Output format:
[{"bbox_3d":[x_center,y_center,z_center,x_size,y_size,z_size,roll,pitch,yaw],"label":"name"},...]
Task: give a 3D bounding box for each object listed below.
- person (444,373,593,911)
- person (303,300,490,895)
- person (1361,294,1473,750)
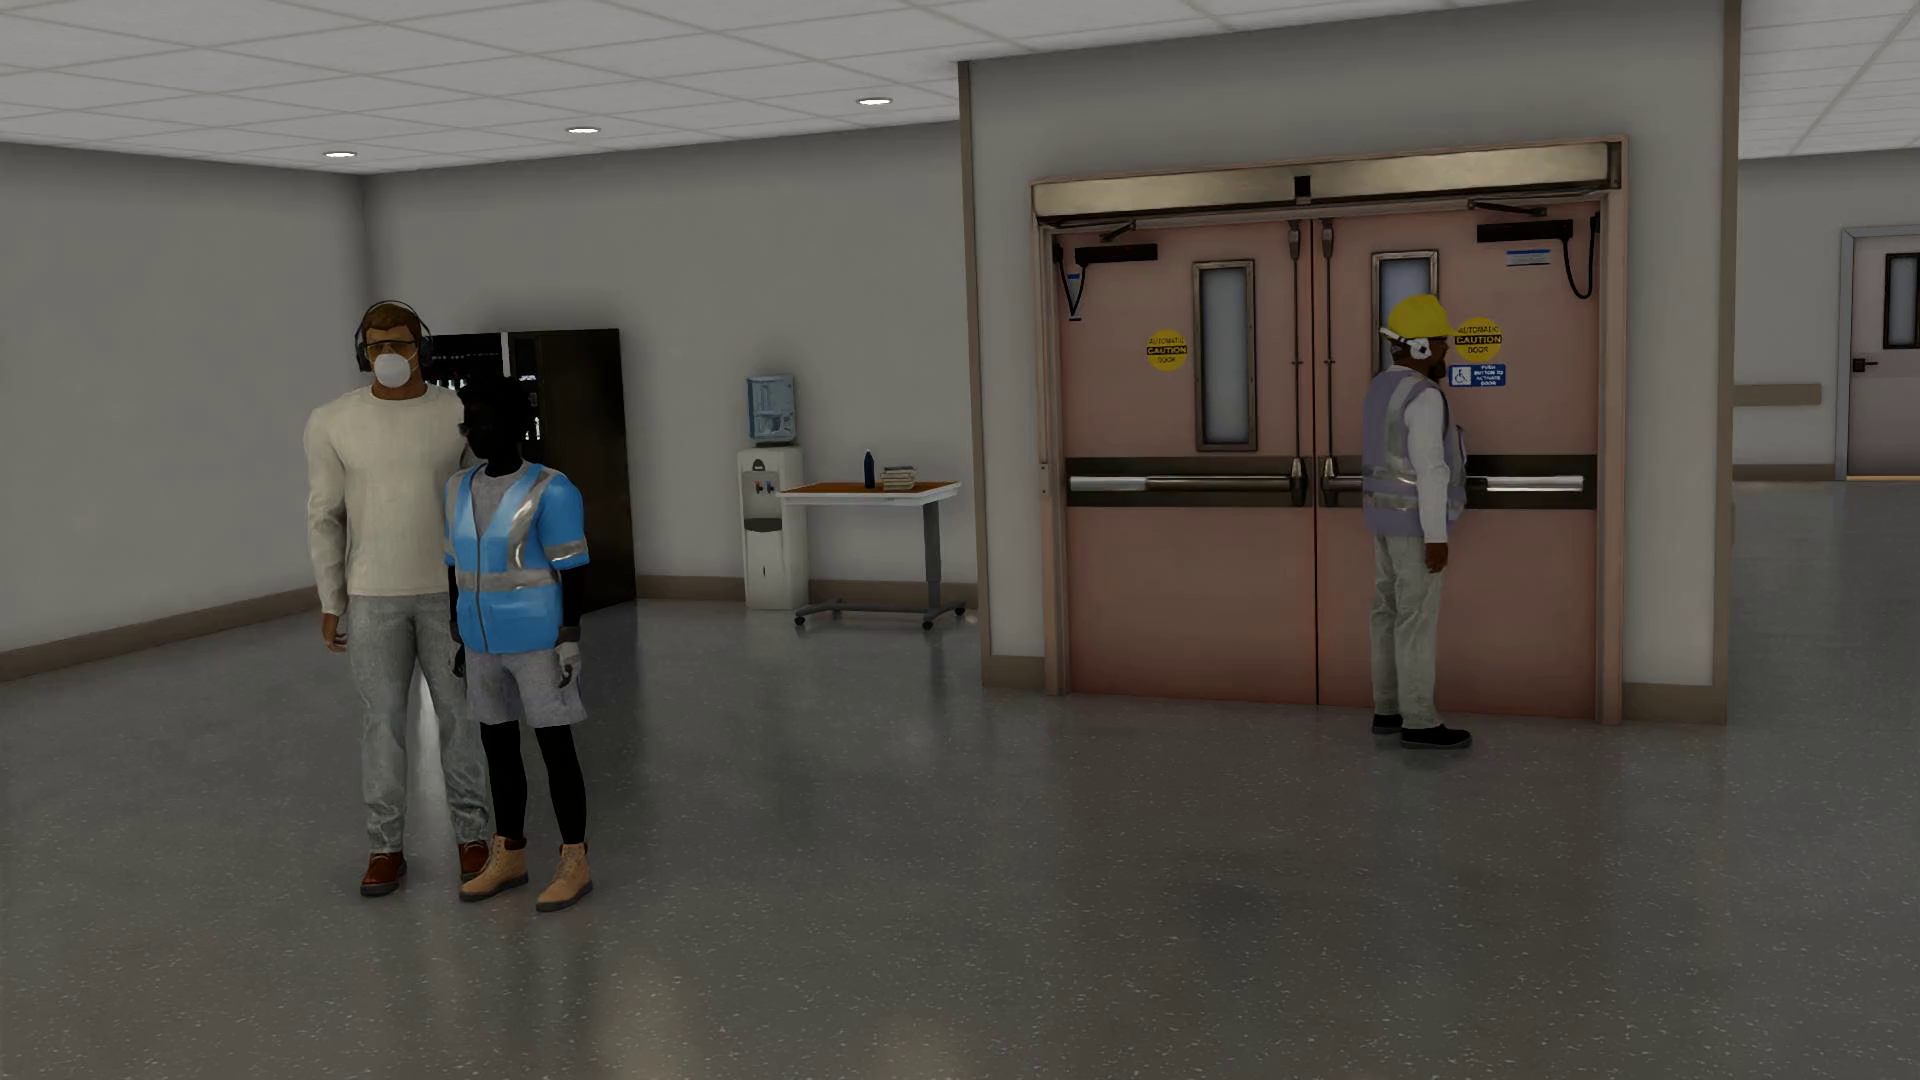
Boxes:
[{"bbox_3d":[-1.409,0.321,5.260,0.541,1.695,0.315,1,8,26],"label":"person"},{"bbox_3d":[-1.804,0.186,5.497,0.630,1.940,0.373,-4,8,-15],"label":"person"},{"bbox_3d":[1.853,-0.075,6.778,0.404,1.833,0.592,-3,7,-7],"label":"person"}]
